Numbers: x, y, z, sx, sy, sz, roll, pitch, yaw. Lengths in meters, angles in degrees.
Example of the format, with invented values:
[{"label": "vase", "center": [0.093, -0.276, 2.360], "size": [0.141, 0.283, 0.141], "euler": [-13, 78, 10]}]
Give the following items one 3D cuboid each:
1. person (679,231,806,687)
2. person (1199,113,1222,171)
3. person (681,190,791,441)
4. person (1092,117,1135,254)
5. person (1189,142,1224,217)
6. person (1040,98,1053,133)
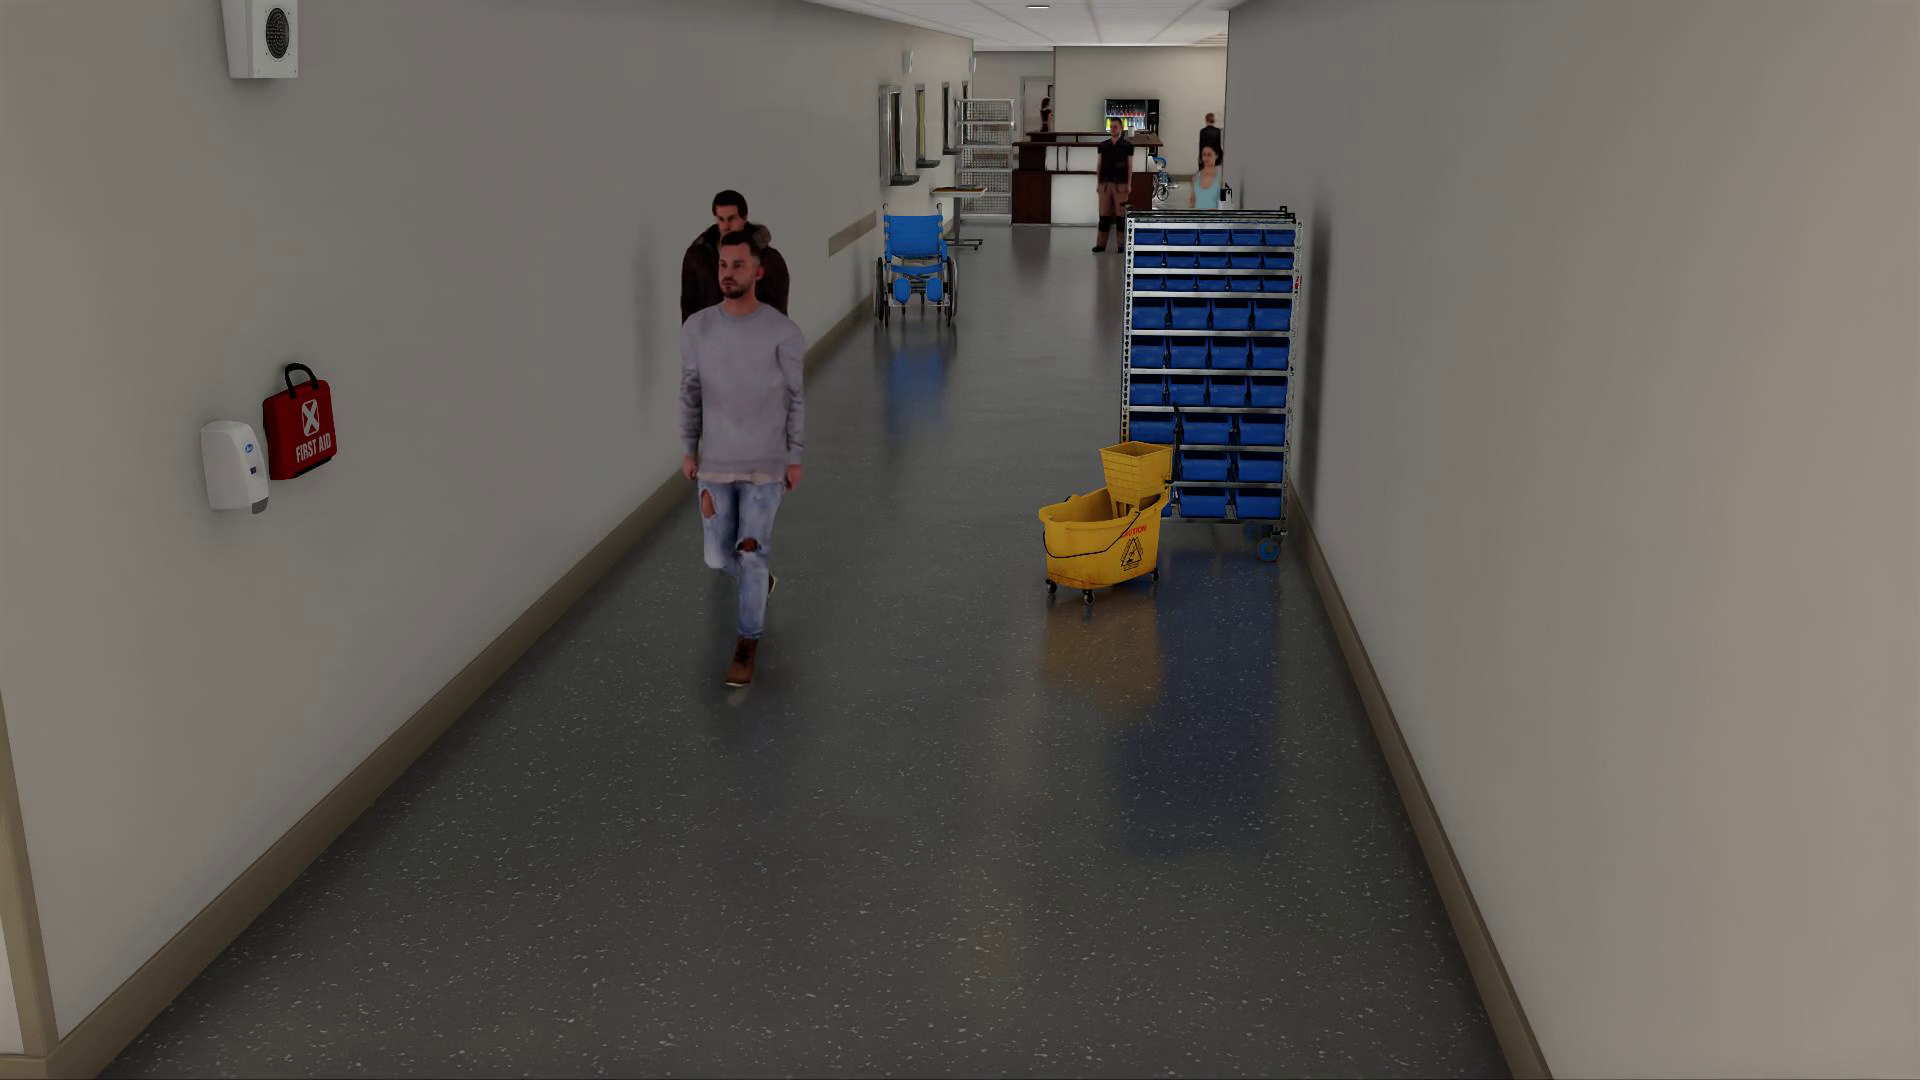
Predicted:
[{"label": "person", "center": [-0.877, -0.349, 6.851], "size": [0.848, 1.830, 0.791], "euler": [3, 16, 9]}, {"label": "person", "center": [4.742, -7.190, 31.407], "size": [0.960, 1.670, 0.935], "euler": [-7, 17, -24]}, {"label": "person", "center": [-1.230, -1.007, 9.191], "size": [0.604, 1.825, 0.817], "euler": [2, 16, 6]}, {"label": "person", "center": [2.148, -4.927, 23.067], "size": [0.643, 1.841, 0.815], "euler": [6, 17, 22]}, {"label": "person", "center": [2.532, -3.100, 16.751], "size": [0.789, 1.752, 0.831], "euler": [13, 20, 38]}, {"label": "person", "center": [2.146, -10.321, 42.318], "size": [1.058, 1.778, 0.961], "euler": [-11, 19, -34]}]
